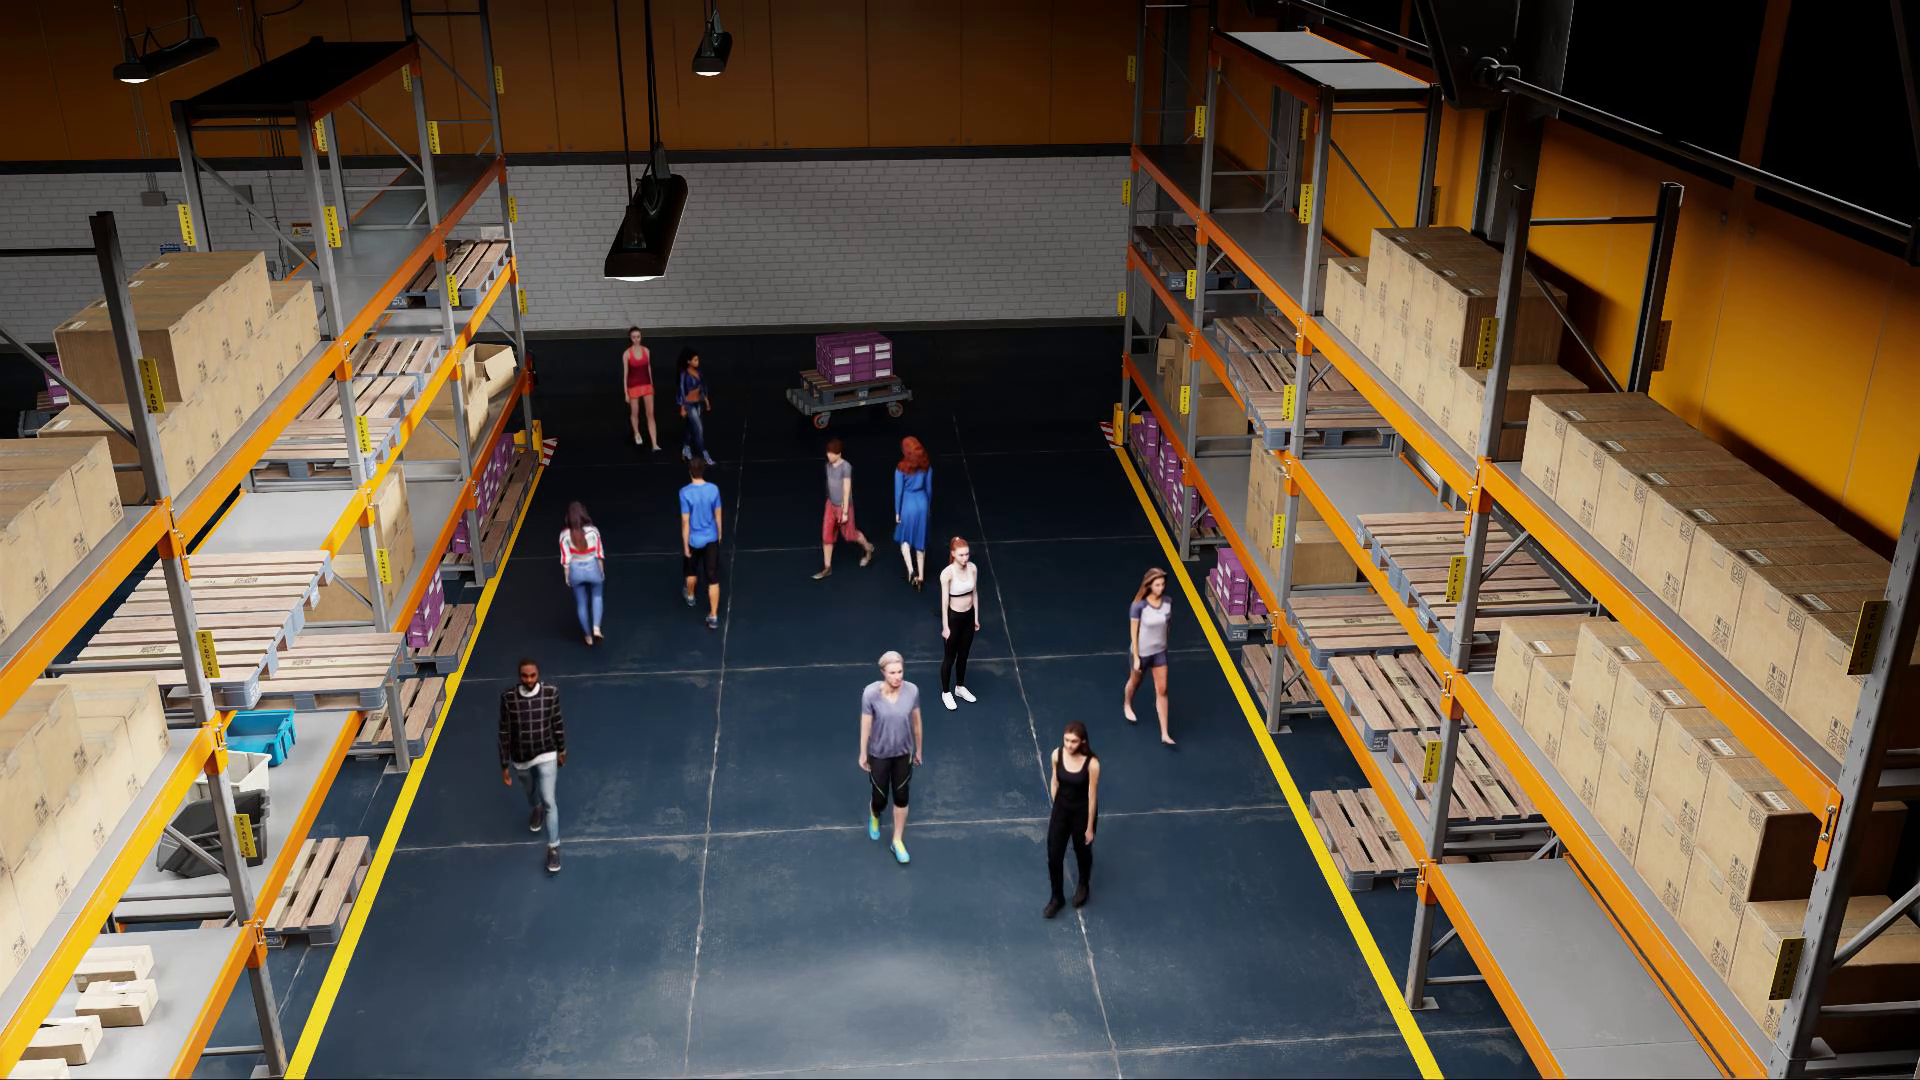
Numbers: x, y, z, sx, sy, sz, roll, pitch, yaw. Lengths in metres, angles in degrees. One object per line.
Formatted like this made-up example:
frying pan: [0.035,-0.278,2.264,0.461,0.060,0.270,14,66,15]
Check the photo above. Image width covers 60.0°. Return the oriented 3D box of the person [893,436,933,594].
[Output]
person: [-0.473,-0.238,18.293,0.678,1.812,0.682,-8,25,-17]

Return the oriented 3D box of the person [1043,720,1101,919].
person: [0.940,2.129,13.056,0.803,1.669,0.898,10,26,23]

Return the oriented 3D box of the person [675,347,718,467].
person: [-3.624,-1.775,22.079,0.921,1.596,0.908,11,26,23]

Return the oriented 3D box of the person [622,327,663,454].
person: [-4.380,-2.054,22.582,0.869,1.705,1.212,-11,26,-23]

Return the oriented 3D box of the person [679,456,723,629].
person: [-2.695,0.067,17.581,0.873,1.824,1.208,-10,25,-21]

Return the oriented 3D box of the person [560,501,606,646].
person: [-3.862,0.375,17.145,0.668,1.609,0.708,-6,24,-14]

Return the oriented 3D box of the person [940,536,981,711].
person: [-0.012,0.784,16.044,0.661,1.741,0.671,-16,29,-33]

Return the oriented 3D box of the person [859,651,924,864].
person: [-0.597,1.733,13.702,0.769,1.878,0.858,-6,24,-14]

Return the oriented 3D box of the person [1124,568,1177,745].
person: [1.715,1.032,15.555,0.751,1.677,1.133,-7,25,-16]

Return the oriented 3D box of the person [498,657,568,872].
person: [-3.544,1.747,13.800,0.750,1.774,1.234,-4,24,-10]

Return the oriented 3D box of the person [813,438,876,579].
person: [-1.293,-0.383,18.855,1.051,1.627,1.106,19,30,37]
